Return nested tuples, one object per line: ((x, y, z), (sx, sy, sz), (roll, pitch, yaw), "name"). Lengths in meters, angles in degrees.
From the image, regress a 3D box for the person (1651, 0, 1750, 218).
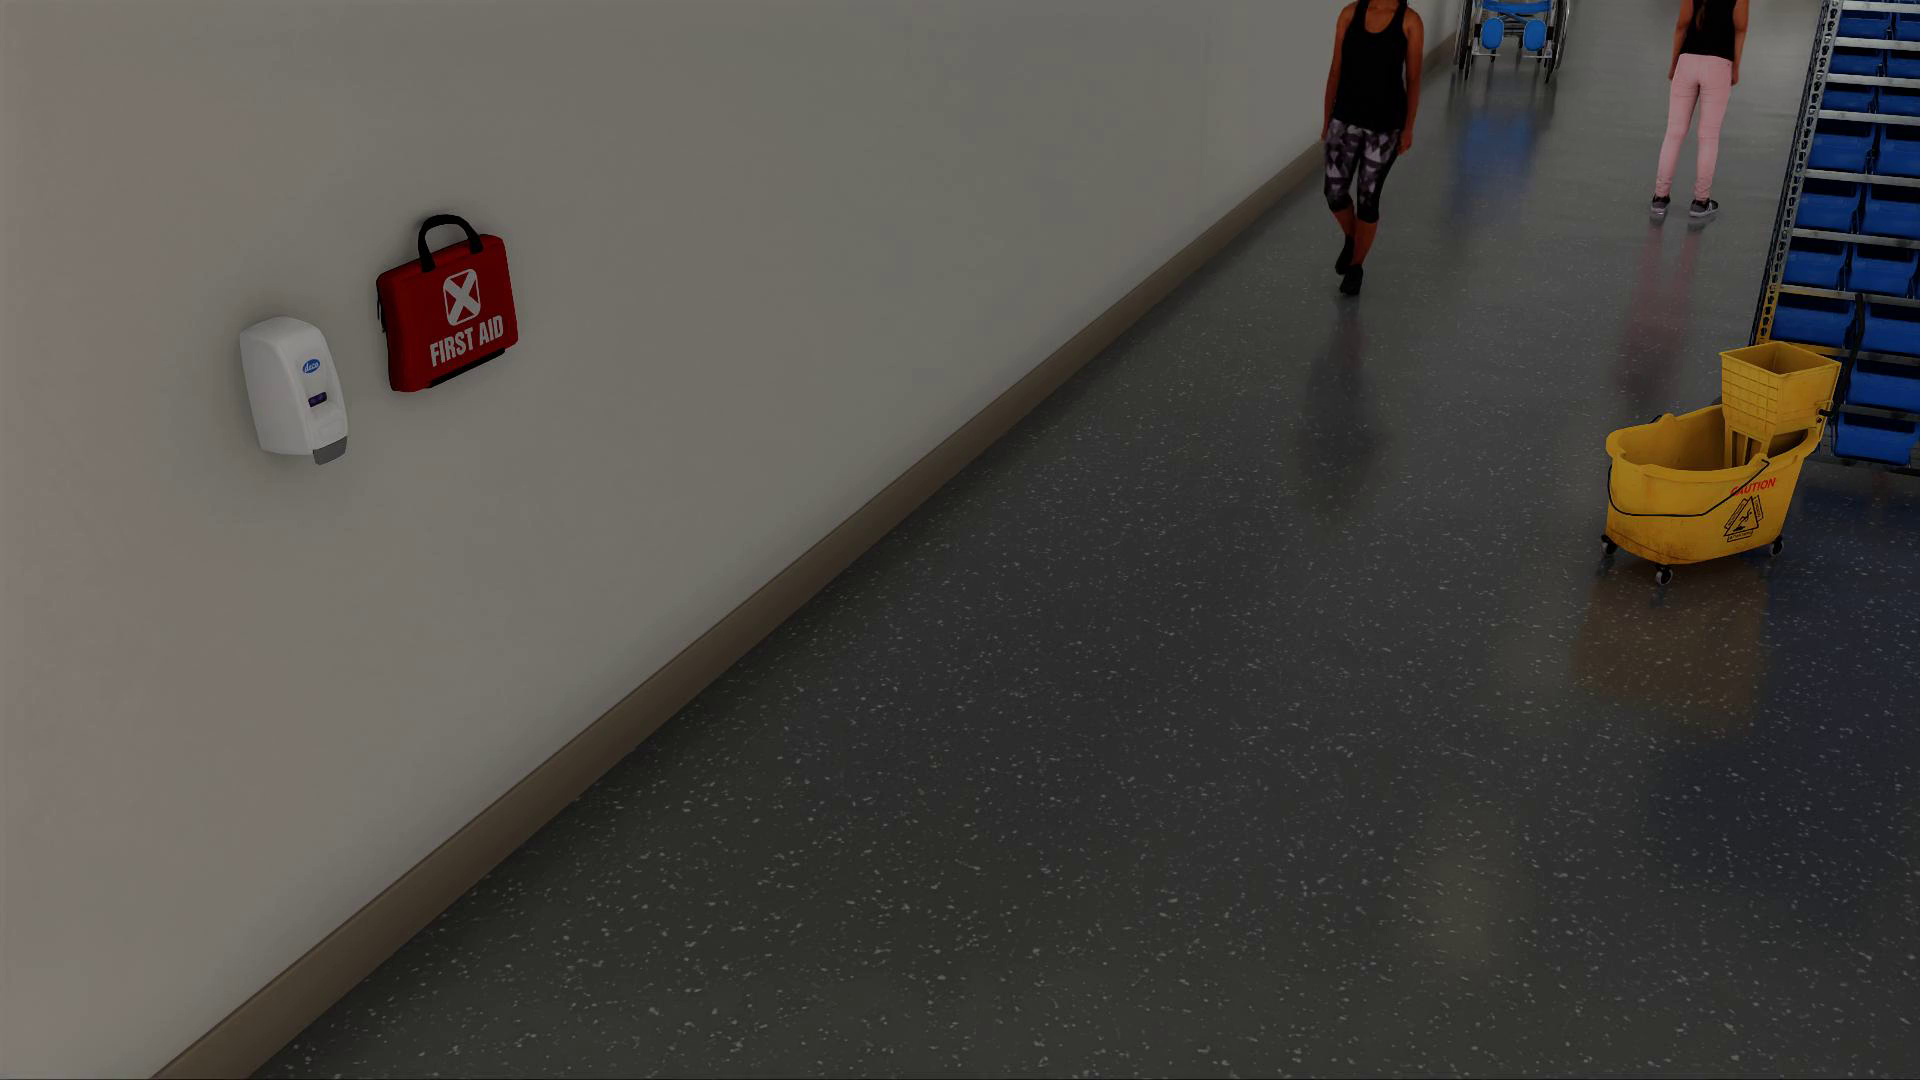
((4.140, -2.605, 9.260), (0.492, 1.564, 0.631), (17, 31, 32), "person")

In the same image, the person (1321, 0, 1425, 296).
((1.972, -2.013, 7.931), (0.570, 1.654, 0.665), (13, 29, 25), "person")
